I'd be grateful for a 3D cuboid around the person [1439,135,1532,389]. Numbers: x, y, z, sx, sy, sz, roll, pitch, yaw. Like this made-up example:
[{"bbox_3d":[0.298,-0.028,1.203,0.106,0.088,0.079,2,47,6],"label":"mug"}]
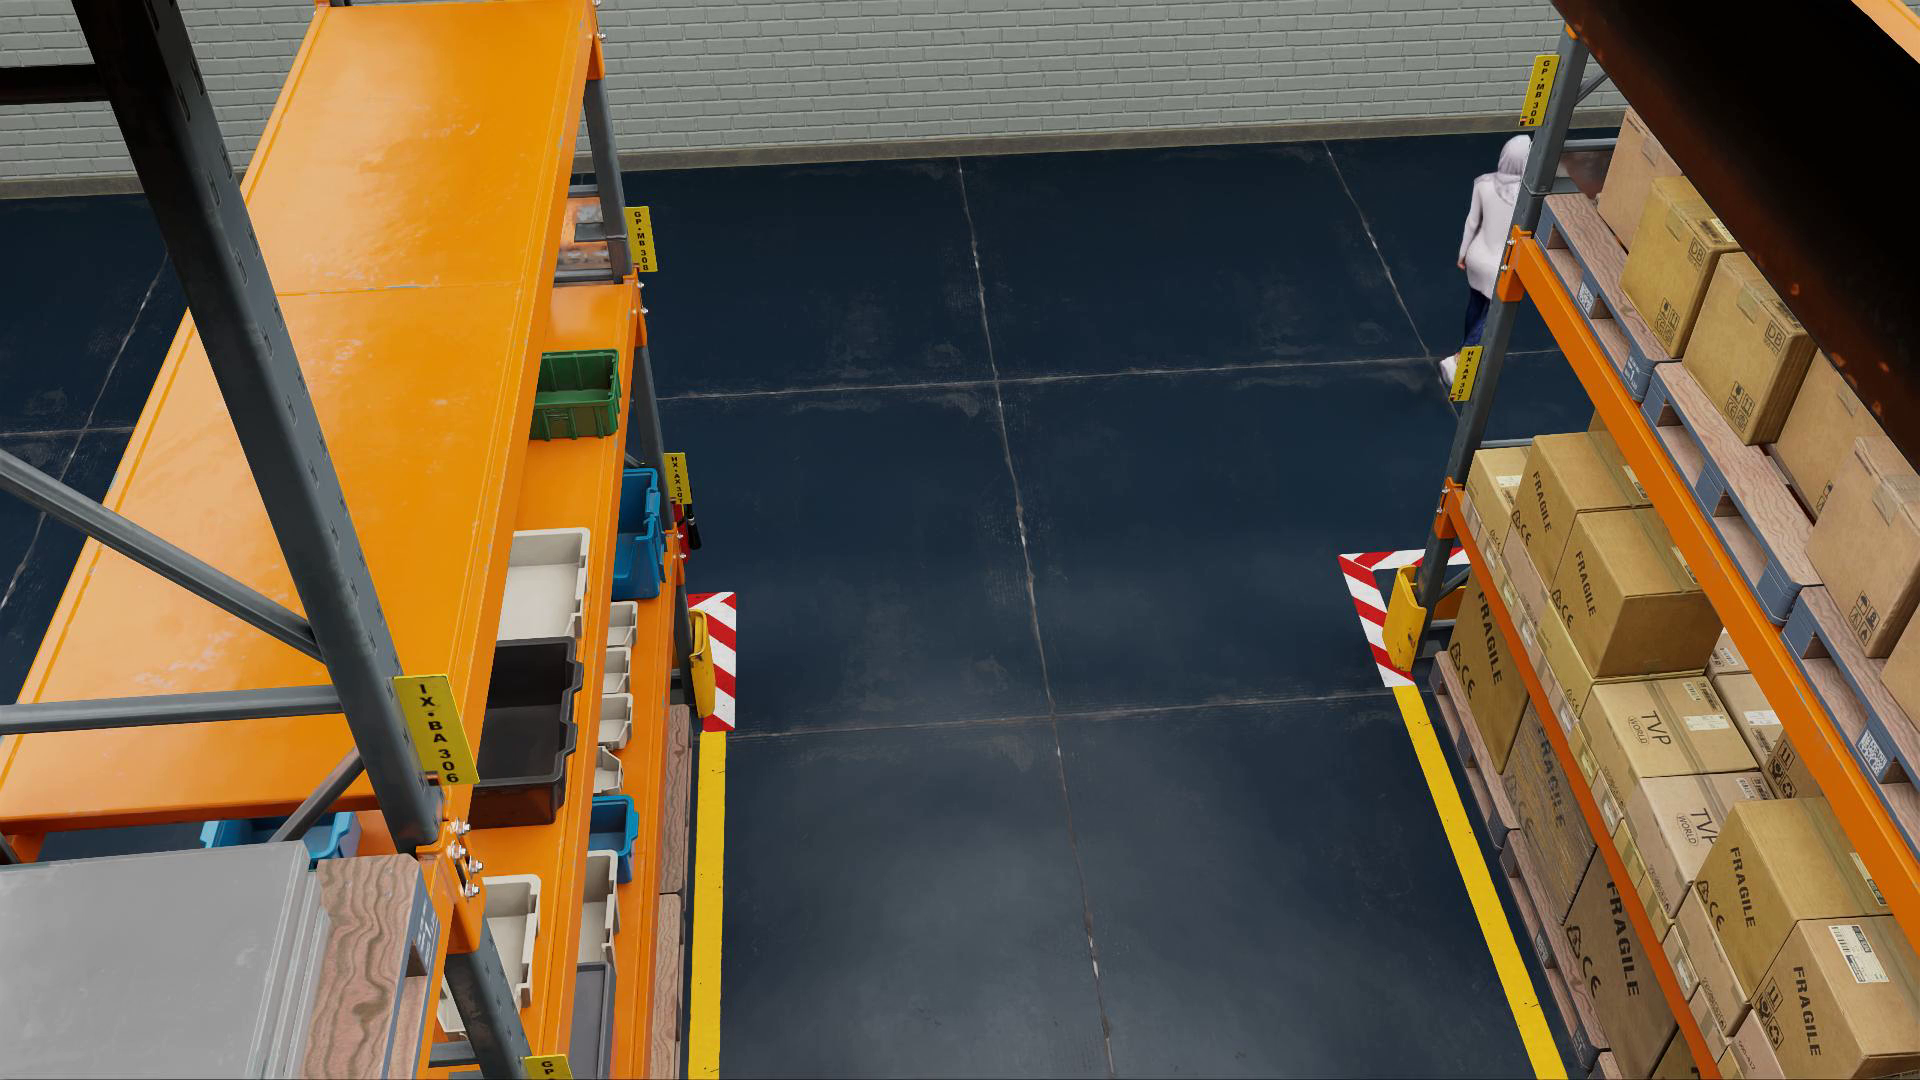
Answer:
[{"bbox_3d":[3.390,-1.745,10.681,0.995,1.762,1.033,32,52,29],"label":"person"}]
